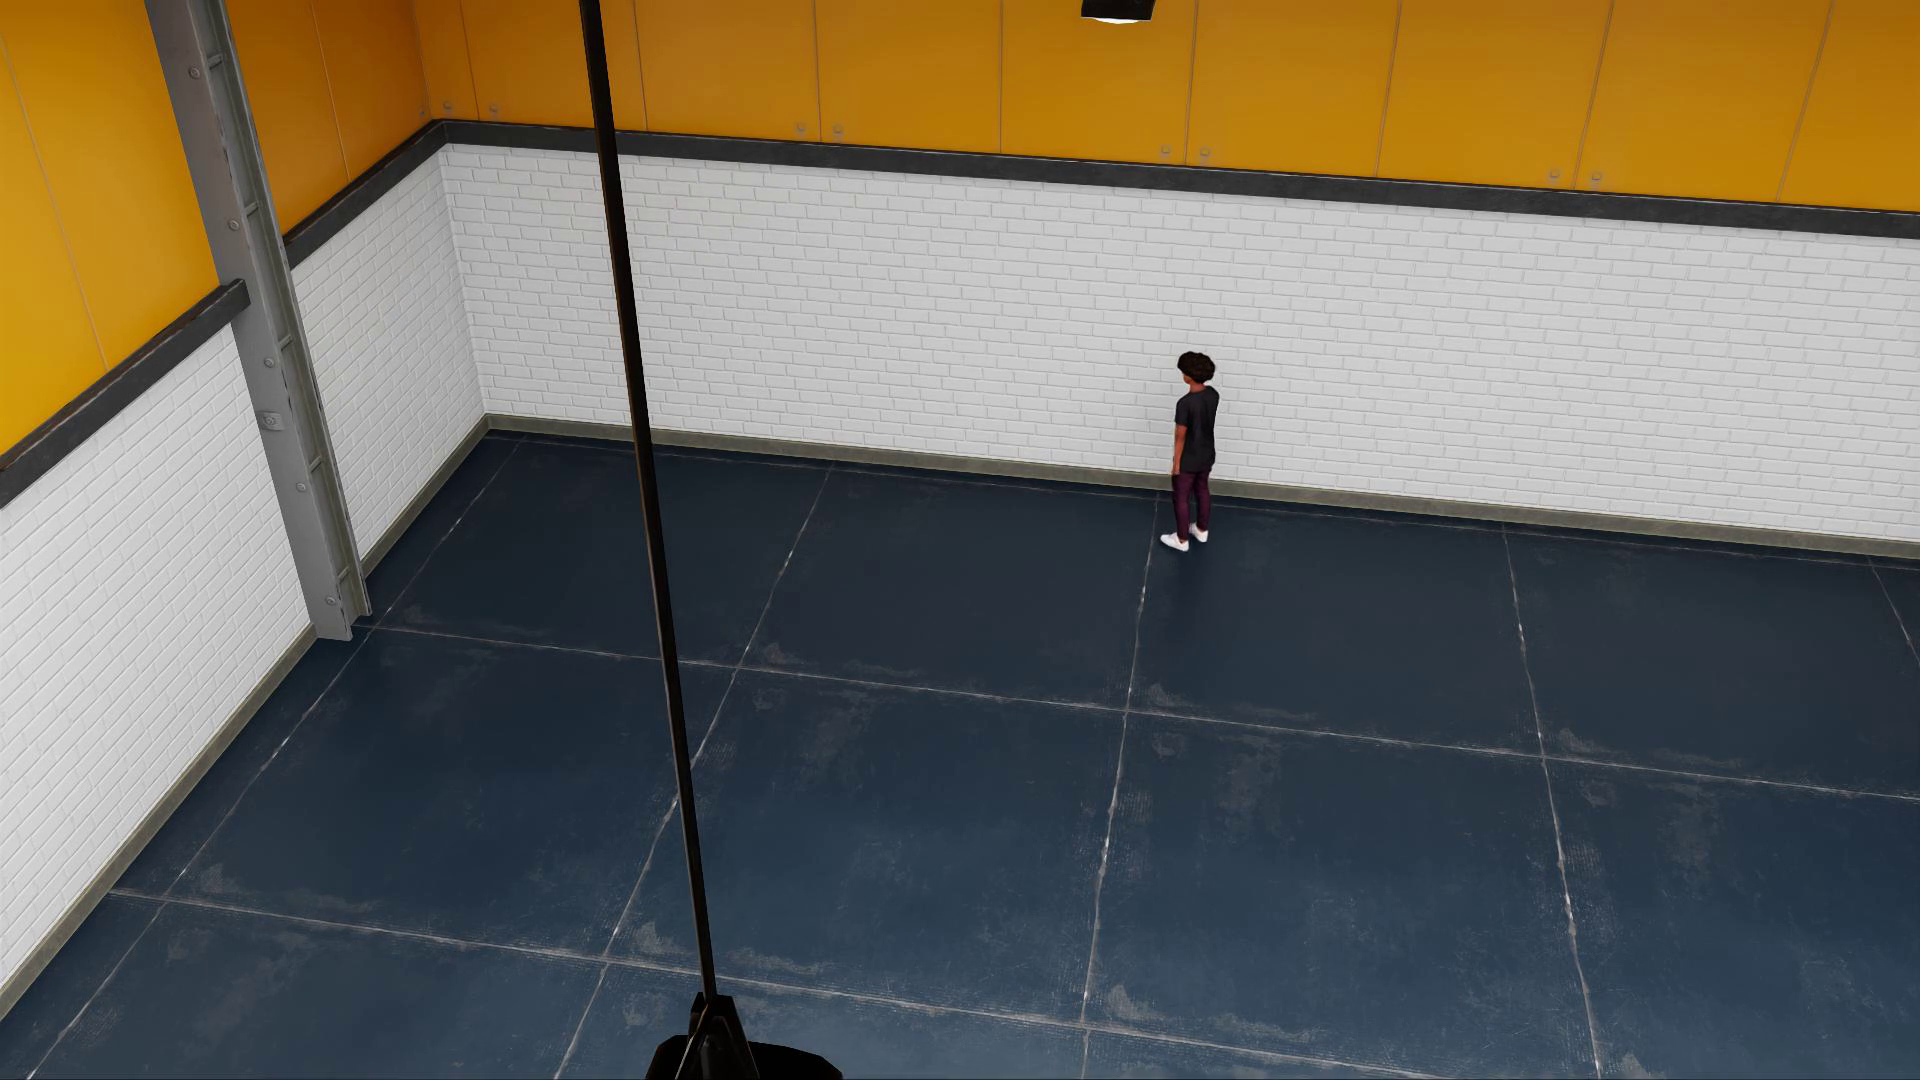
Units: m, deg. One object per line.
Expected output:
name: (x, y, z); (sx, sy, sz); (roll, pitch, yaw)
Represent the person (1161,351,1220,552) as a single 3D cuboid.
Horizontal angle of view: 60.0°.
person: (1.945, -0.735, 13.811); (0.725, 1.772, 0.806); (-29, 43, -36)
